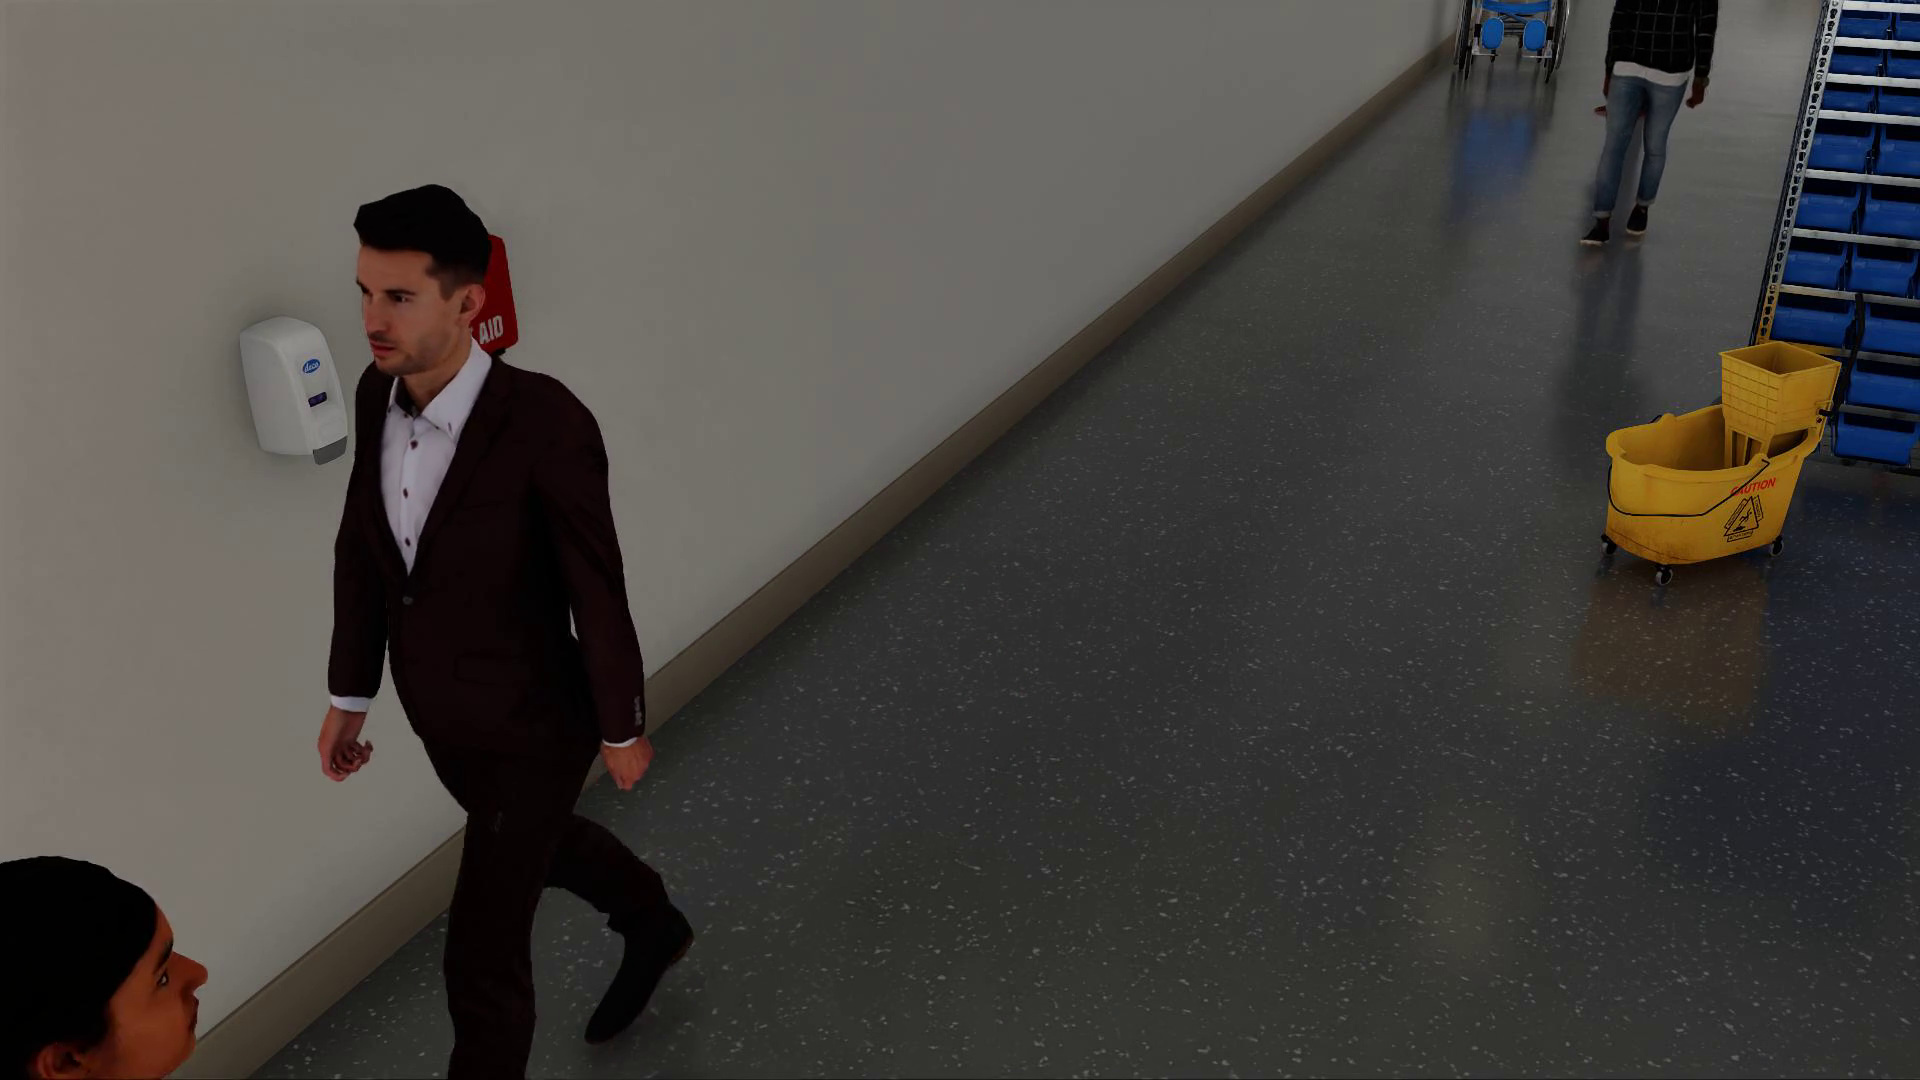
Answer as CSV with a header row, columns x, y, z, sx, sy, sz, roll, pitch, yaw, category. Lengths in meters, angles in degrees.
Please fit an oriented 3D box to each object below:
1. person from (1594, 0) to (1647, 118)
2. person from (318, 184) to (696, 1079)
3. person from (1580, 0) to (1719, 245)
x,y,z,sx,sy,sz,roll,pitch,yaw,category
4.831,-3.921,11.692,0.827,1.824,0.785,-7,27,-13,person
-0.775,0.270,2.998,1.184,1.825,0.885,16,30,30,person
3.651,-2.461,8.701,0.992,1.791,0.826,15,30,28,person
